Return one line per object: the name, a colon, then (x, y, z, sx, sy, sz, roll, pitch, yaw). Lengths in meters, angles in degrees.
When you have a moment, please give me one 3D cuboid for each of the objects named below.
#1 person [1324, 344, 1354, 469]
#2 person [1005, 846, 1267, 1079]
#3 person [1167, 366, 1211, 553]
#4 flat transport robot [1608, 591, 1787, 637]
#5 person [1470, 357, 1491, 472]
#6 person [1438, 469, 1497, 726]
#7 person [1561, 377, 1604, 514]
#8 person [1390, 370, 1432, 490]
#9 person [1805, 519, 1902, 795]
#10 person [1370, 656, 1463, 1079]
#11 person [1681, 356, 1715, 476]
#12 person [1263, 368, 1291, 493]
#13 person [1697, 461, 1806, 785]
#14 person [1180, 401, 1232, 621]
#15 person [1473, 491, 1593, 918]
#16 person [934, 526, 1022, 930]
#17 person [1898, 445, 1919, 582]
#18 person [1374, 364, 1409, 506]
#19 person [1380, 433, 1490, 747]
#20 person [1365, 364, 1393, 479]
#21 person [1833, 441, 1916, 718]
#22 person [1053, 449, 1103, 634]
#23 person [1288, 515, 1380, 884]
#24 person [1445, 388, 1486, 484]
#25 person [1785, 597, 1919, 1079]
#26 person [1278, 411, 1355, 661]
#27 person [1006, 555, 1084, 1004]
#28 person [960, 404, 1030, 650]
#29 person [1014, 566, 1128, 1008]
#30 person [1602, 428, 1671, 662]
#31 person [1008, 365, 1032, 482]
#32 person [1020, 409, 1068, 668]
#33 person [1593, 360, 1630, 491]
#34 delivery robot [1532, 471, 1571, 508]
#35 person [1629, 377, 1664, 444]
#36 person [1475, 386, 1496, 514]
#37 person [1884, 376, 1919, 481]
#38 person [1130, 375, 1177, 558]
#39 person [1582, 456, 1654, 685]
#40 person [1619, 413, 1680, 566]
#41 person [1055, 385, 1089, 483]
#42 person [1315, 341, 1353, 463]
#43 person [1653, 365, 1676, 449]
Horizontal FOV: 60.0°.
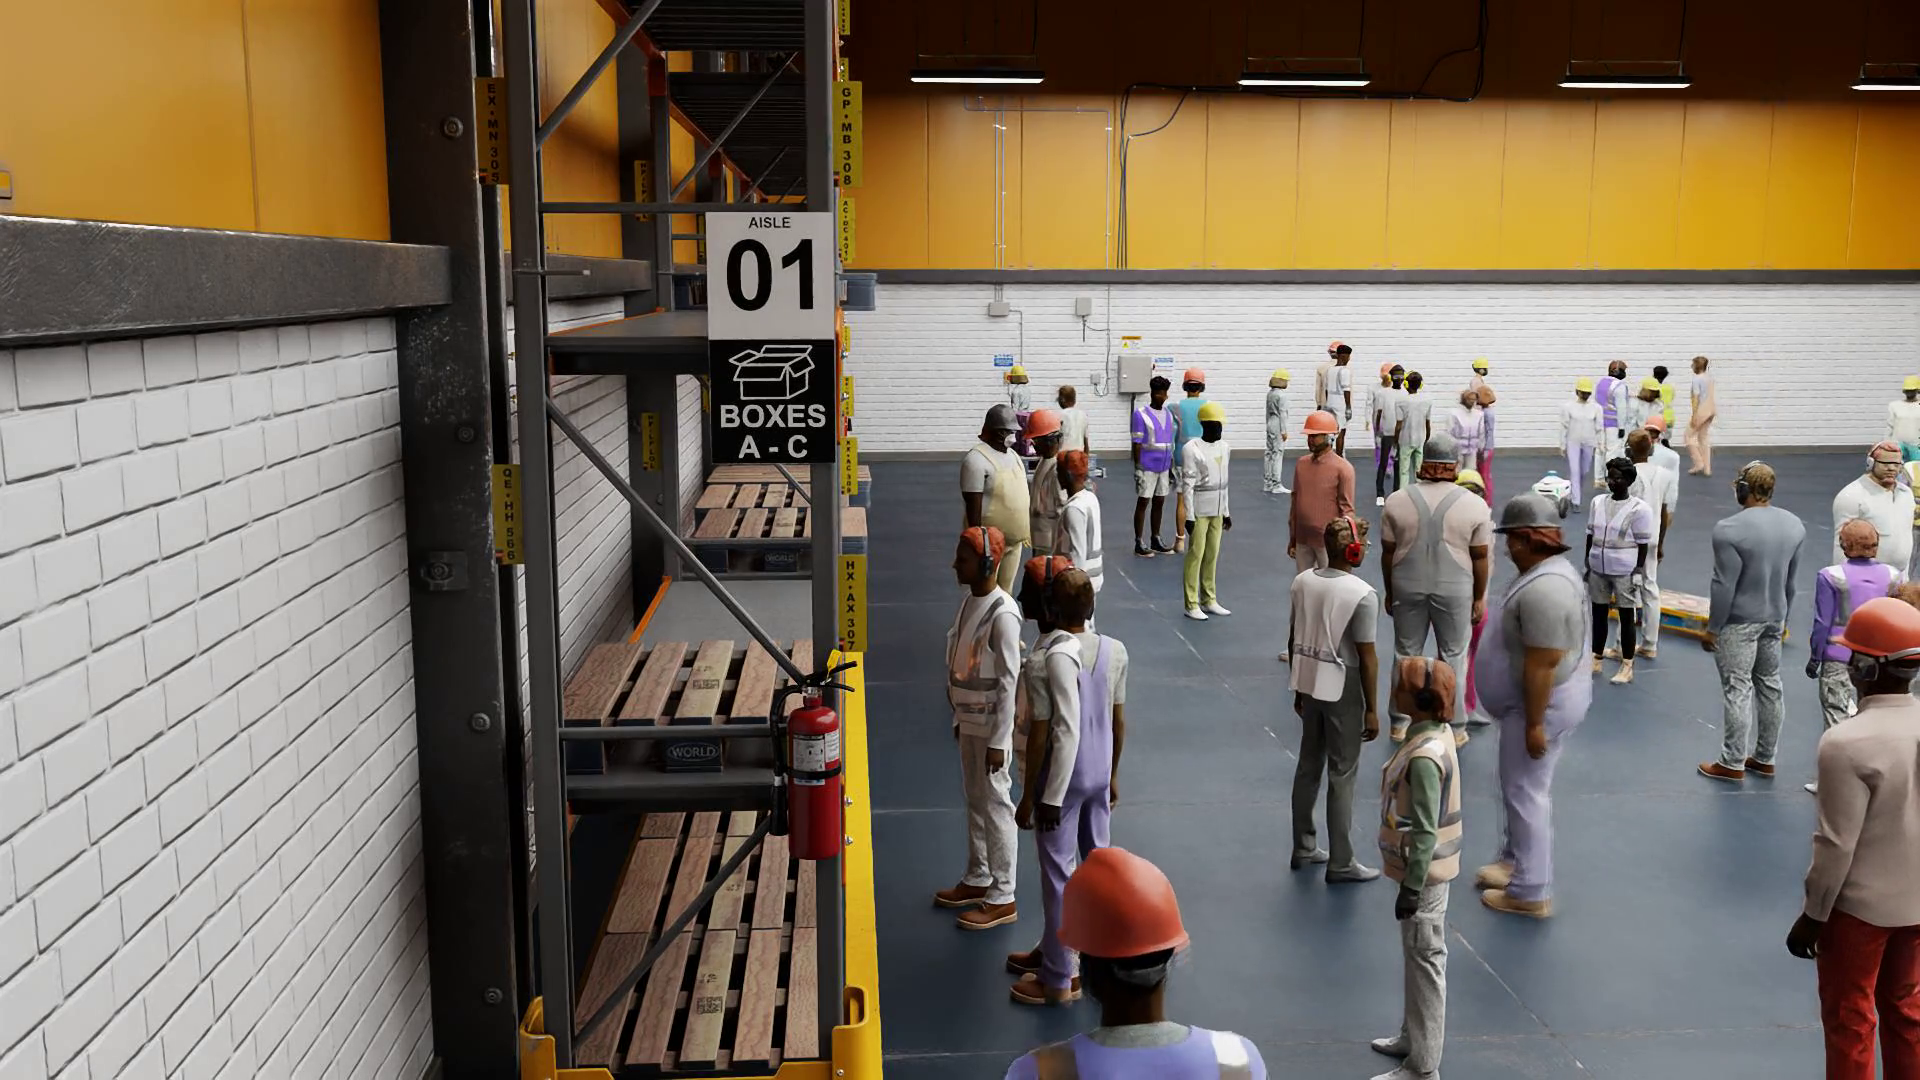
person: (5.937, -2.076, 26.006, 0.380, 1.959, 0.600, -3, 10, -20)
person: (0.345, 1.552, 3.330, 0.576, 1.919, 0.395, -1, 9, -9)
person: (2.536, -0.871, 18.177, 0.608, 2.044, 0.377, 0, 9, 1)
flat transport robot: (6.247, 0.638, 14.249, 0.652, 0.197, 1.431, -4, 10, -25)
person: (8.028, -1.945, 25.788, 0.317, 1.769, 0.523, 5, 10, 29)
person: (3.388, 0.390, 11.237, 0.489, 1.725, 0.544, -6, 11, -33)
person: (8.013, -1.237, 21.456, 0.531, 1.734, 0.805, 1, 9, 5)
person: (5.542, -1.148, 20.461, 0.513, 1.872, 0.328, -2, 9, -14)
person: (5.160, 0.694, 9.621, 0.517, 1.636, 0.313, -1, 9, -3)
person: (1.713, 1.234, 6.212, 0.309, 1.644, 0.511, 3, 9, 17)
person: (11.167, -1.859, 25.078, 0.590, 1.821, 0.448, -7, 12, -38)
person: (4.455, -1.529, 23.272, 0.307, 1.737, 0.484, -3, 9, -16)
person: (4.709, 0.494, 9.933, 0.627, 1.941, 0.374, -3, 10, -19)
person: (2.192, -0.265, 14.725, 0.587, 1.930, 0.361, -8, 12, -42)
person: (2.730, 0.758, 7.957, 0.543, 2.000, 0.700, 4, 10, 26)
person: (0.101, 0.866, 7.778, 0.356, 1.883, 0.573, -3, 10, -19)
person: (8.633, -0.136, 14.853, 0.526, 1.635, 0.315, 7, 11, 37)
person: (5.719, -1.376, 21.885, 0.521, 1.874, 0.328, -1, 9, -5)
person: (3.079, 0.309, 10.773, 0.686, 2.000, 0.535, 4, 10, 26)
person: (6.376, -1.790, 24.989, 0.571, 1.706, 0.881, 3, 10, 18)
person: (6.316, 0.267, 11.465, 0.654, 1.904, 0.406, -3, 10, -20)
person: (0.782, 0.324, 11.177, 0.349, 1.881, 0.577, 2, 9, 14)
person: (1.860, 0.793, 8.347, 0.377, 1.844, 0.567, -5, 10, -30)
person: (6.352, -1.107, 20.957, 0.529, 1.623, 0.349, -2, 9, -11)
person: (2.997, 1.174, 5.482, 0.609, 1.996, 0.379, -4, 10, -22)
person: (2.780, -0.009, 12.916, 0.380, 1.995, 0.611, -6, 11, -34)
person: (0.376, 0.991, 6.983, 0.345, 1.882, 0.584, 0, 9, 0)
person: (0.322, -0.083, 13.239, 0.536, 2.000, 0.684, 7, 11, 37)
person: (0.458, 1.020, 6.925, 0.504, 1.846, 0.345, -6, 11, -33)
person: (5.305, 0.046, 13.046, 0.509, 1.842, 0.329, -3, 9, -17)
person: (0.863, -1.674, 24.201, 0.343, 1.735, 0.484, 5, 10, 27)
person: (0.652, 0.027, 12.576, 0.389, 2.034, 0.607, -2, 9, -13)
person: (9.215, -1.615, 23.498, 0.430, 1.839, 0.625, -2, 9, -10)
delivery robot: (7.468, -0.626, 21.002, 0.477, 0.478, 0.707, 6, 11, 31)
person: (8.842, -1.222, 21.386, 0.492, 1.716, 0.735, 0, 9, -1)
person: (6.654, -1.143, 21.170, 0.266, 1.631, 0.507, 1, 9, 4)
person: (12.242, -1.254, 21.490, 0.536, 1.751, 0.601, 6, 11, 35)
person: (2.106, -0.789, 17.971, 0.603, 1.945, 0.380, -7, 12, -39)
person: (4.873, 0.224, 12.388, 0.318, 1.697, 0.535, -6, 11, -34)
person: (6.503, -0.338, 15.800, 0.581, 1.730, 0.564, 6, 11, 32)
person: (1.183, -0.807, 18.474, 0.570, 1.825, 0.432, -6, 11, -32)
person: (5.966, -2.166, 26.481, 0.610, 1.989, 0.391, 6, 11, 35)
person: (10.524, -1.782, 25.025, 0.567, 1.686, 0.371, -3, 10, -19)
